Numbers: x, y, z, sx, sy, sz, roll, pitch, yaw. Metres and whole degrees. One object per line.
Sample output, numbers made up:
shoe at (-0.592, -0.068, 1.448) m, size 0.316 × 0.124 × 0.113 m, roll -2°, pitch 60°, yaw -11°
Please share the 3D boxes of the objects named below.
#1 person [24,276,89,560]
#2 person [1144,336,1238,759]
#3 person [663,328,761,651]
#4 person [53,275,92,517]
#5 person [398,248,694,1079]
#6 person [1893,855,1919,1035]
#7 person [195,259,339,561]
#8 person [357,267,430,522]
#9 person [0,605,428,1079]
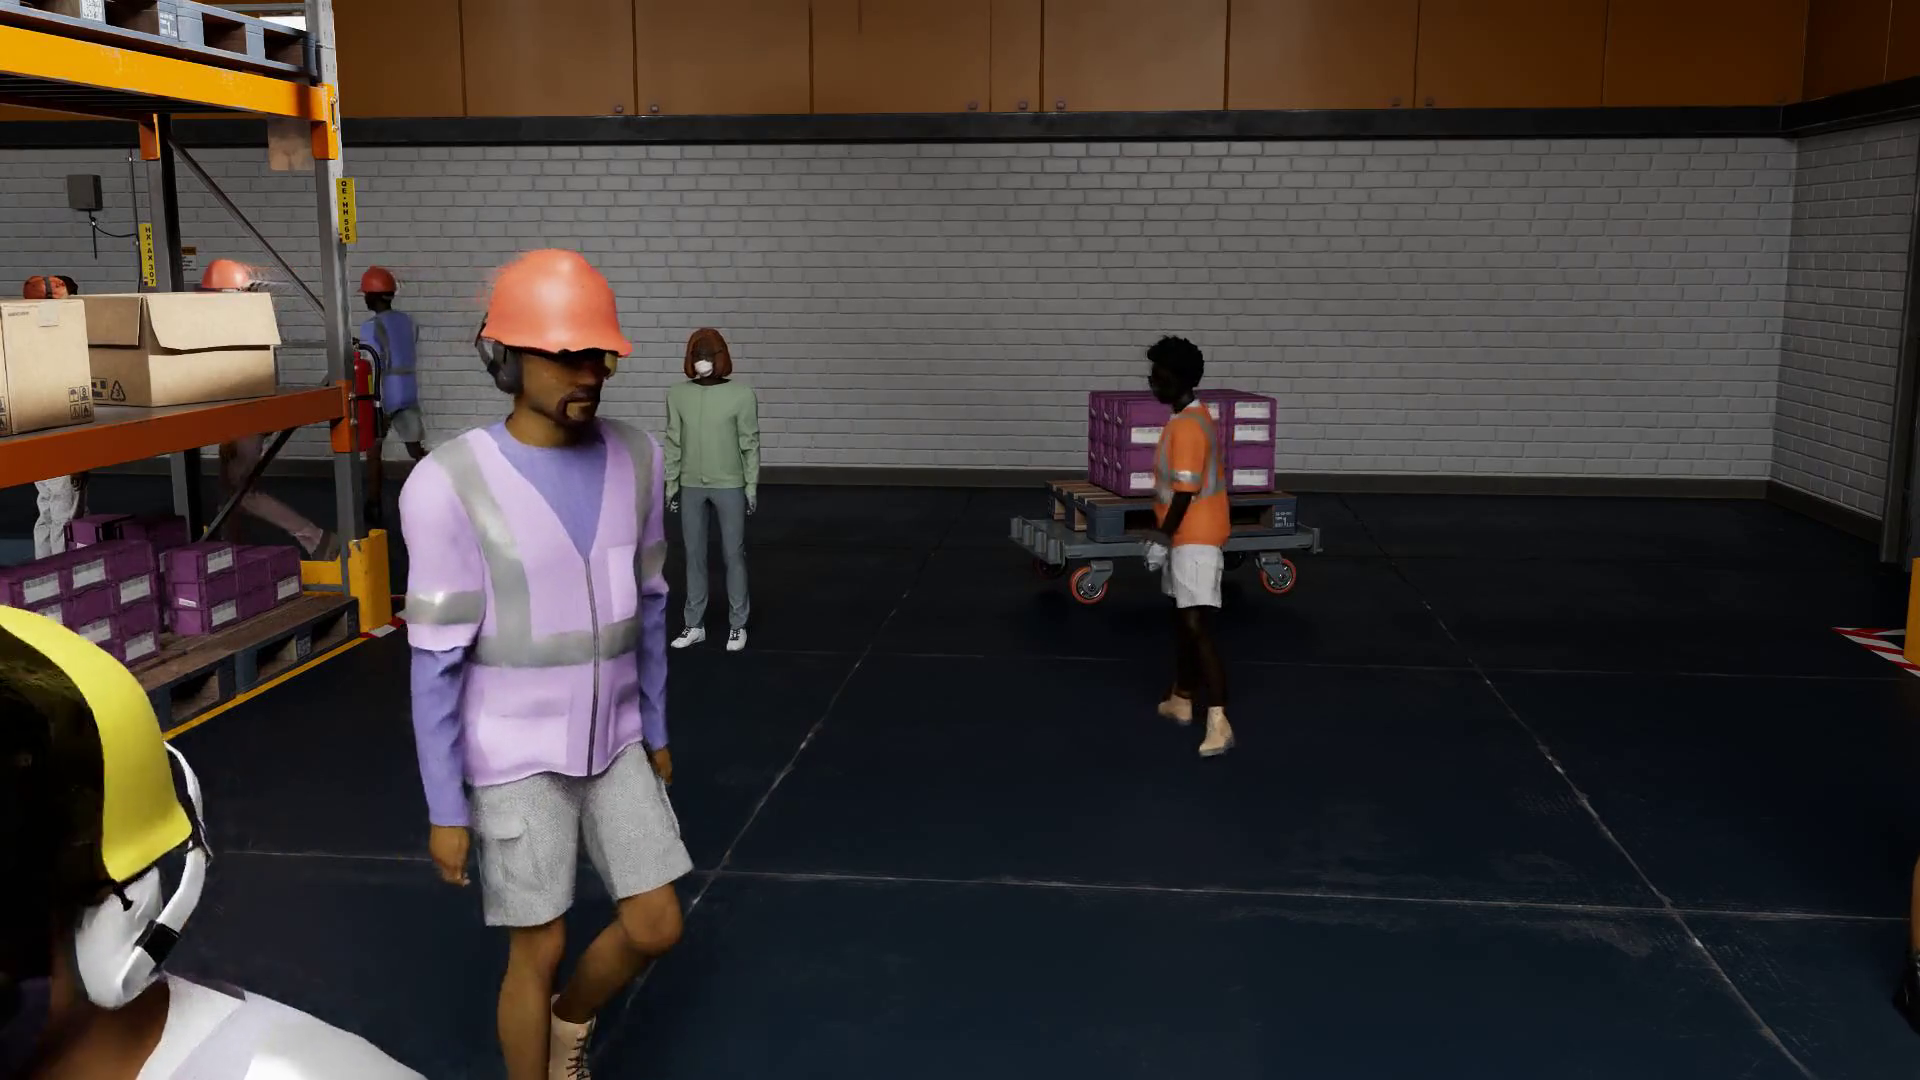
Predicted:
person at (-4.789, -0.452, 8.848) m, size 0.585 × 1.882 × 0.343 m, roll 10°, pitch 14°, yaw 44°
person at (0.934, 0.007, 6.827) m, size 0.360 × 1.676 × 0.752 m, roll 1°, pitch 10°, yaw 4°
person at (-1.257, -0.251, 8.416) m, size 0.509 × 1.631 × 0.271 m, roll 2°, pitch 10°, yaw 13°
person at (-6.242, -0.924, 11.674) m, size 0.429 × 1.844 × 0.627 m, roll -2°, pitch 10°, yaw -10°
person at (-0.820, 0.426, 3.418) m, size 0.454 × 2.023 × 0.644 m, roll 9°, pitch 13°, yaw 42°
person at (2.685, 0.351, 4.142) m, size 0.546 × 1.925 × 0.415 m, roll 1°, pitch 10°, yaw 4°
person at (-4.215, -0.679, 9.911) m, size 0.814 × 1.970 × 0.625 m, roll -3°, pitch 10°, yaw -19°
person at (-4.115, -1.049, 12.233) m, size 0.905 × 1.909 × 0.550 m, roll 5°, pitch 11°, yaw 28°
person at (-0.637, 0.943, 1.084) m, size 0.624 × 1.799 × 0.849 m, roll 3°, pitch 10°, yaw 17°
